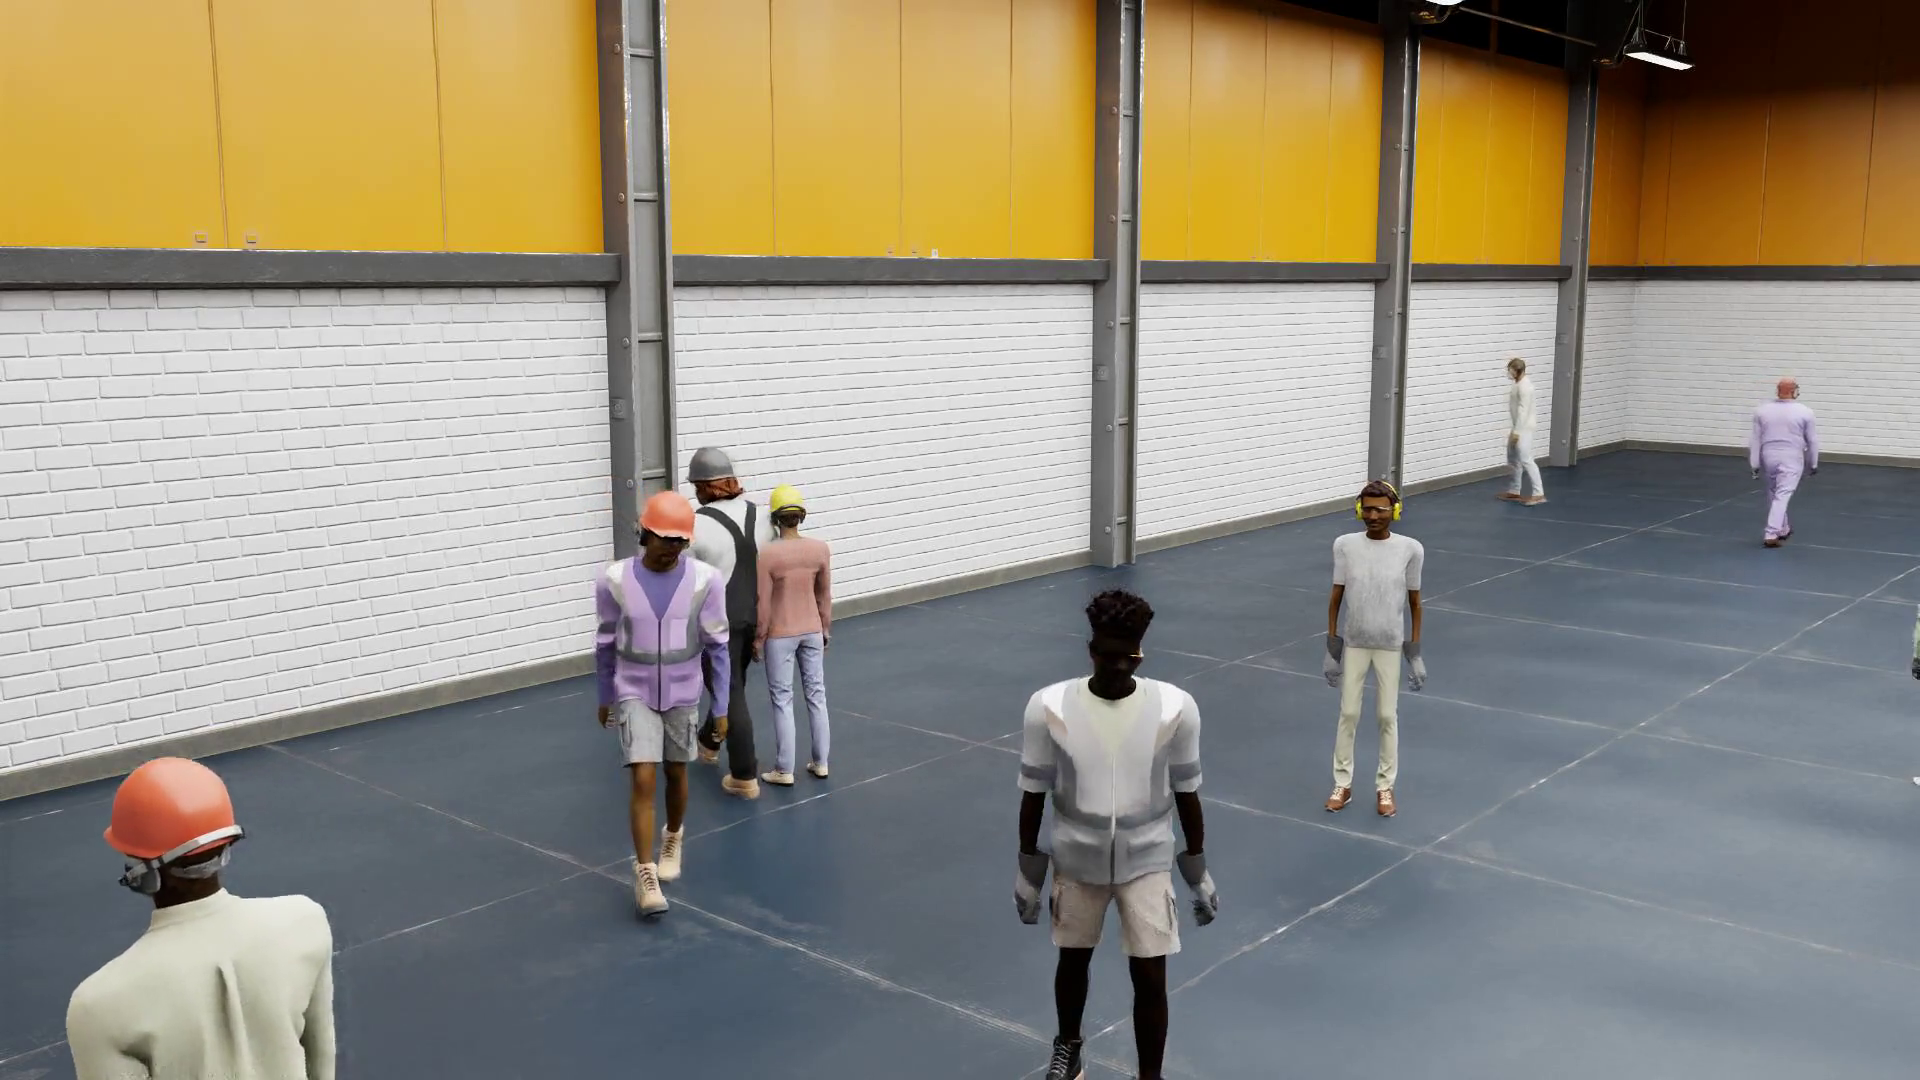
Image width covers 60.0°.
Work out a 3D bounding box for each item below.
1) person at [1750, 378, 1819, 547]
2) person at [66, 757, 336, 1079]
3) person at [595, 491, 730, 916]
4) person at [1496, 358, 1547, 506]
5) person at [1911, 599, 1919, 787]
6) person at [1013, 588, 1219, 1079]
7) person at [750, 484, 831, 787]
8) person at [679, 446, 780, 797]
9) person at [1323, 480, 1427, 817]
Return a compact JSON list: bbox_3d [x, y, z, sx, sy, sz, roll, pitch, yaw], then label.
[{"bbox_3d":[9.107,-0.861,18.372,1.043,1.852,0.641,-8,12,-39],"label":"person"},{"bbox_3d":[-1.580,1.434,3.642,1.002,1.959,0.601,8,12,40],"label":"person"},{"bbox_3d":[-1.406,0.742,7.847,0.633,1.982,0.983,-2,9,-11],"label":"person"},{"bbox_3d":[7.346,-1.405,21.682,0.557,1.897,0.806,2,9,12],"label":"person"},{"bbox_3d":[5.675,0.670,9.414,0.538,1.623,0.466,0,9,0],"label":"person"},{"bbox_3d":[0.526,1.114,5.718,0.714,1.921,0.799,1,9,4],"label":"person"},{"bbox_3d":[-0.995,0.555,9.740,0.532,1.765,0.328,-7,11,-36],"label":"person"},{"bbox_3d":[-1.469,0.426,9.683,0.927,2.000,0.690,7,12,38],"label":"person"},{"bbox_3d":[2.290,0.595,9.165,0.570,1.866,0.343,3,10,18],"label":"person"}]
